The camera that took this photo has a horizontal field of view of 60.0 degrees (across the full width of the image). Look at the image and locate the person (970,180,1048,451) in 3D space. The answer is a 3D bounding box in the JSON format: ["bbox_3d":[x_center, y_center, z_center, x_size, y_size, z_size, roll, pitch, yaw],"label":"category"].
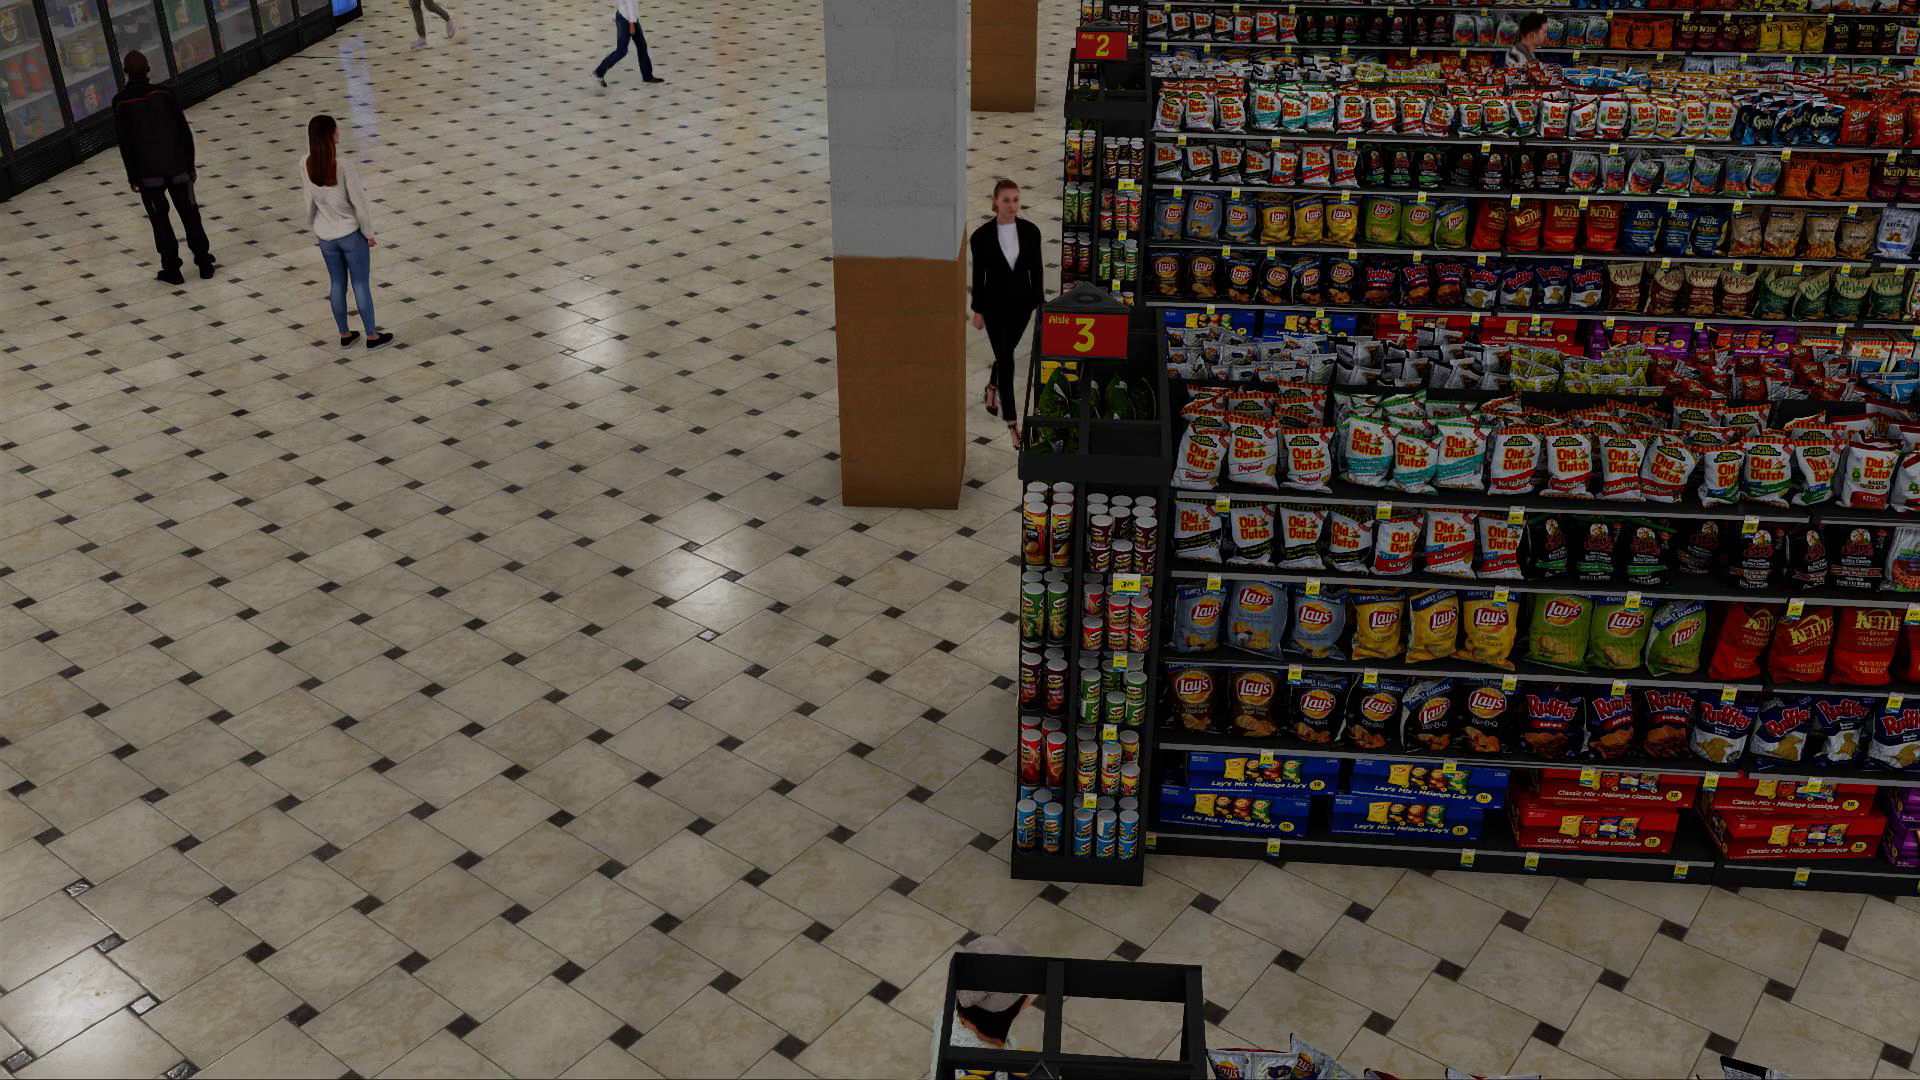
[{"bbox_3d":[0.279,-1.455,10.543,1.104,1.655,0.959,-9,30,-16],"label":"person"}]

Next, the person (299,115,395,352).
[{"bbox_3d":[-4.391,-2.176,11.824,0.530,1.692,0.715,7,29,12],"label":"person"}]

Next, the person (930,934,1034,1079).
[{"bbox_3d":[-0.042,1.767,4.708,1.234,1.592,0.959,-10,30,-17],"label":"person"}]

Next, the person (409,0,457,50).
[{"bbox_3d":[-6.635,-7.028,20.578,0.972,1.820,0.902,12,31,20],"label":"person"}]

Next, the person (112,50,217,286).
[{"bbox_3d":[-6.265,-2.920,13.048,0.762,1.826,0.848,-18,33,-29],"label":"person"}]

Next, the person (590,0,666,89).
[{"bbox_3d":[-3.822,-5.815,18.667,1.141,1.523,0.830,-9,30,-16],"label":"person"}]

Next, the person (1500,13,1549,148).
[{"bbox_3d":[4.639,-3.552,14.199,0.938,1.831,0.701,4,29,7],"label":"person"}]
